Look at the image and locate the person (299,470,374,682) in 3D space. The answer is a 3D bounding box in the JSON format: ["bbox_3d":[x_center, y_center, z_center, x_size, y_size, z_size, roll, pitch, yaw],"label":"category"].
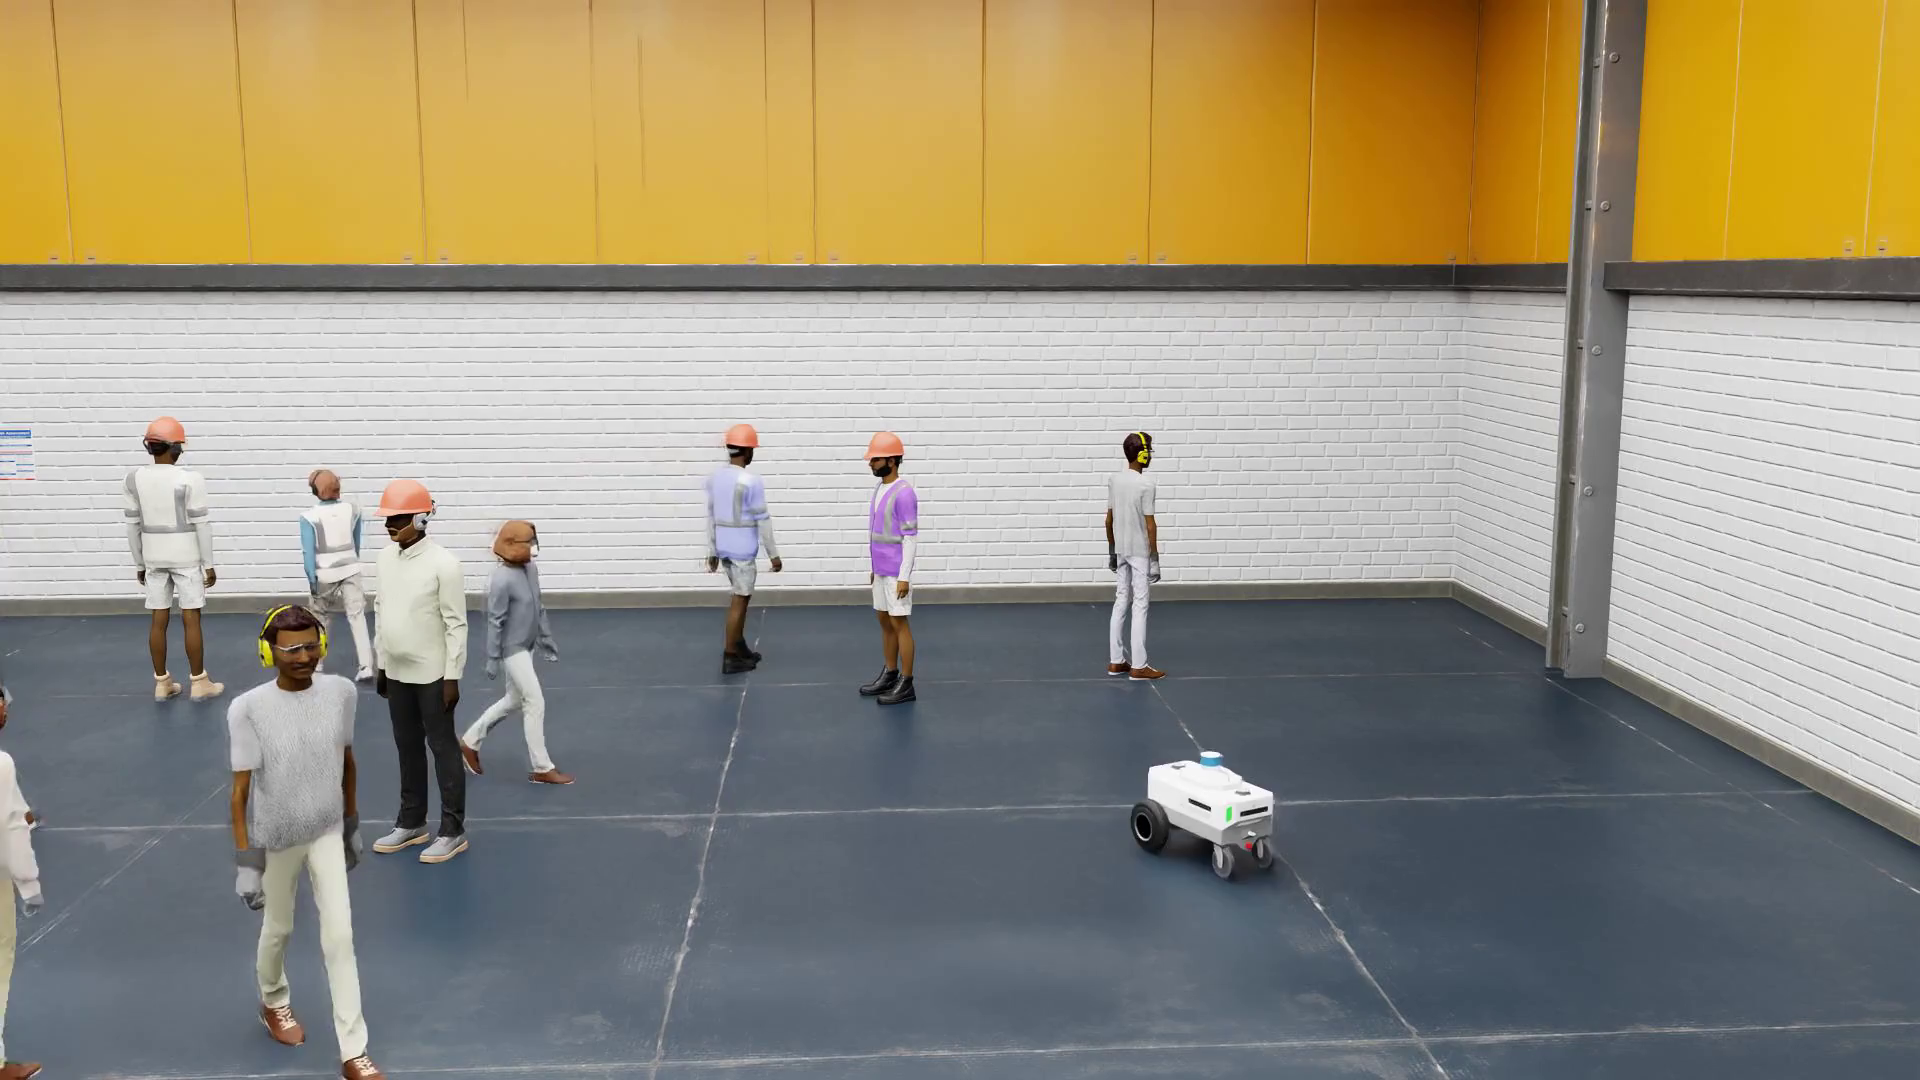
[{"bbox_3d":[-4.686,0.264,12.468,0.506,1.593,0.882,-9,12,-43],"label":"person"}]

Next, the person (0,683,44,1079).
[{"bbox_3d":[-3.615,1.251,6.180,0.520,1.617,0.353,5,10,27],"label":"person"}]

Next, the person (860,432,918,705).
[{"bbox_3d":[-0.512,0.197,11.805,0.360,1.935,0.552,-4,10,-26],"label":"person"}]

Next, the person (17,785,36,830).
[{"bbox_3d":[-5.327,0.773,8.609,0.530,1.802,1.017,6,11,31],"label":"person"}]

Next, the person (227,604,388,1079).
[{"bbox_3d":[-2.506,1.134,6.308,0.543,1.824,0.980,-8,12,-40],"label":"person"}]

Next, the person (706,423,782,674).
[{"bbox_3d":[-1.610,0.063,12.715,0.605,1.916,0.551,-9,13,-44],"label":"person"}]

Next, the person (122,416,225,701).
[{"bbox_3d":[-5.594,0.139,11.837,0.607,2.044,0.372,0,9,3],"label":"person"}]

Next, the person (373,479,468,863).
[{"bbox_3d":[-2.820,0.671,8.647,0.613,1.994,0.381,5,10,29],"label":"person"}]

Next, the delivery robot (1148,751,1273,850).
[{"bbox_3d":[1.297,1.344,8.636,0.477,0.478,0.707,-5,10,-31],"label":"delivery robot"}]

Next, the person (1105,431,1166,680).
[{"bbox_3d":[1.318,0.117,12.521,0.314,1.869,0.535,-7,11,-37],"label":"person"}]

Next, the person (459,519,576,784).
[{"bbox_3d":[-2.702,0.661,9.942,0.745,1.604,0.500,1,9,5],"label":"person"}]
